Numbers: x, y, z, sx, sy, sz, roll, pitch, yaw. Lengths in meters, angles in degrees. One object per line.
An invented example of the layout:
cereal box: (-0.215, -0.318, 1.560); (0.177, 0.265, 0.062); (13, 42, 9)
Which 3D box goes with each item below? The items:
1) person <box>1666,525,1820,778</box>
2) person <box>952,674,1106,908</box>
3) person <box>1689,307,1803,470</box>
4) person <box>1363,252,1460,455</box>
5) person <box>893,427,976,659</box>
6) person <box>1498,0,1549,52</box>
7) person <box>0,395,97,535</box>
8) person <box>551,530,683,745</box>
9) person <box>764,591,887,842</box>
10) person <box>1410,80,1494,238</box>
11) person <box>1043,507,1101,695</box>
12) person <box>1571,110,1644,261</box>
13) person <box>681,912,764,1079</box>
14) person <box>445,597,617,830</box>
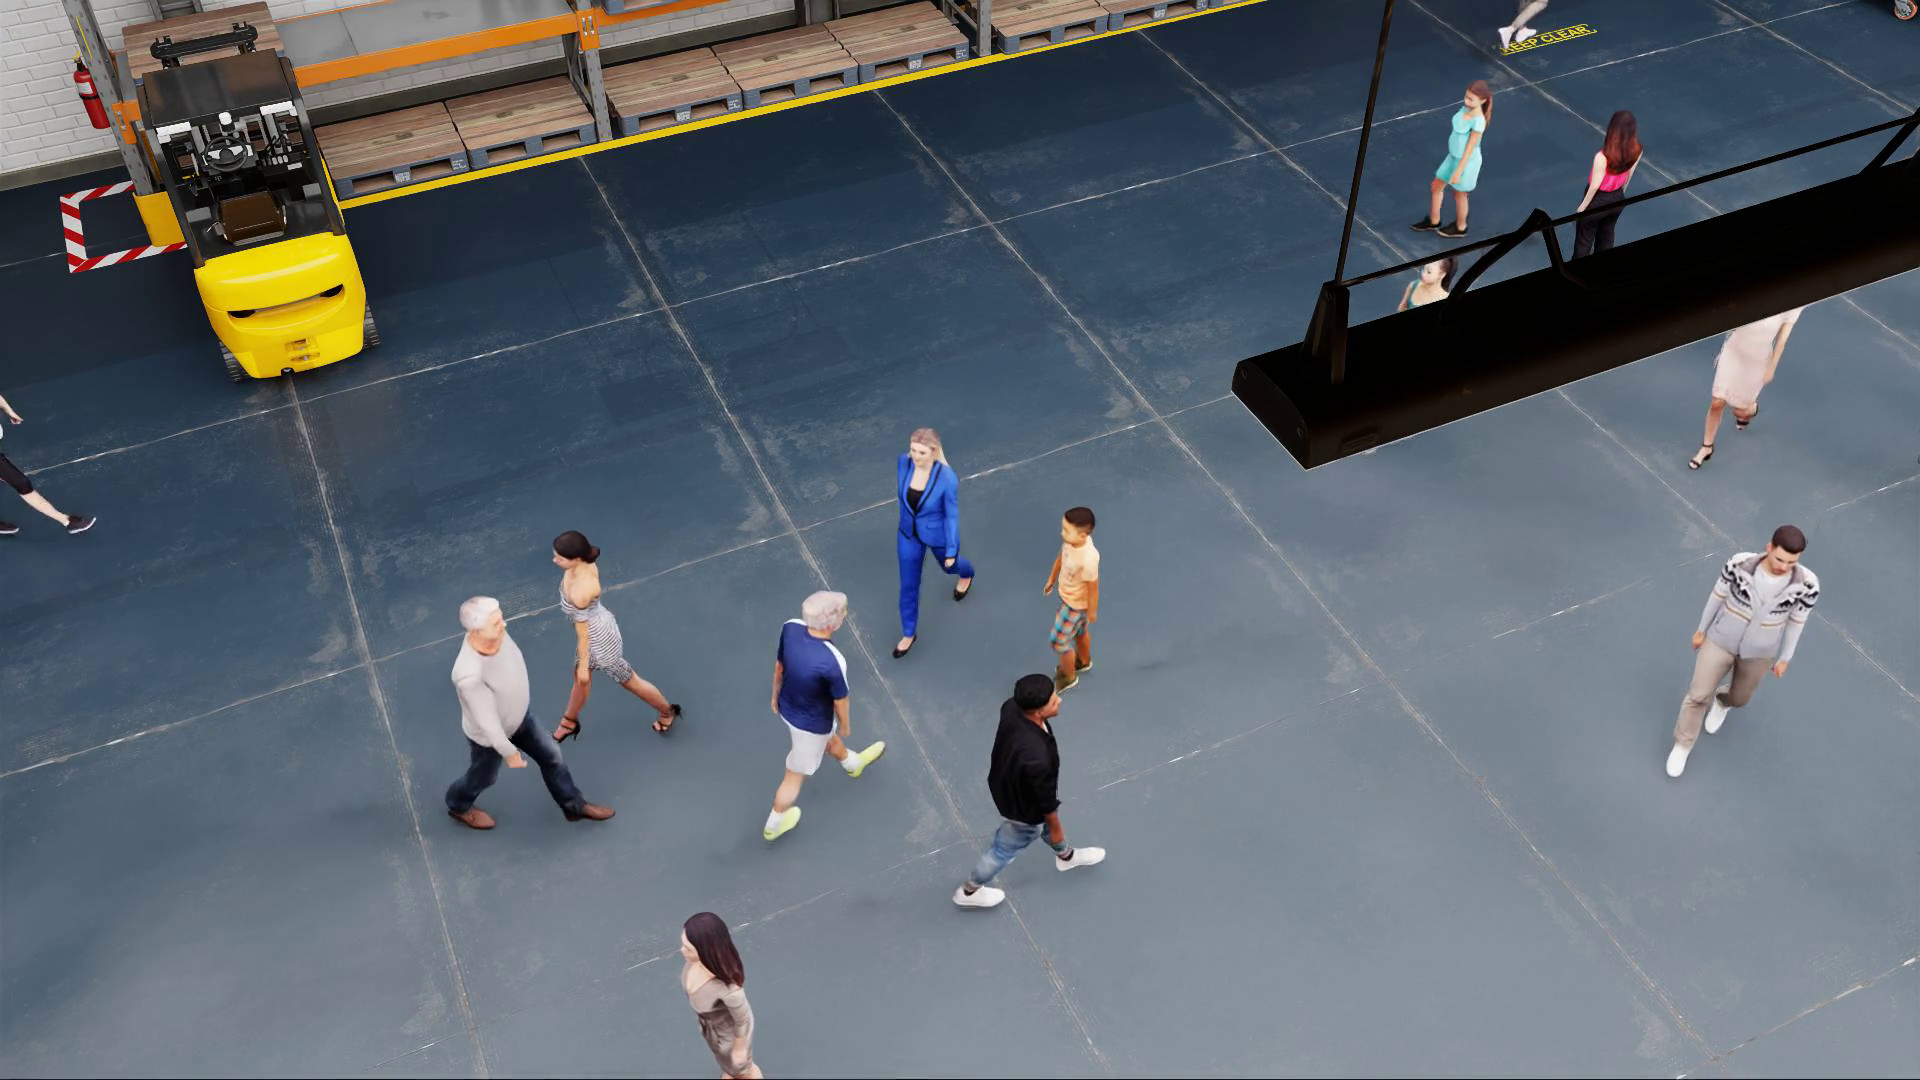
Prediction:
person: (4.678, 0.559, 9.894); (1.031, 1.864, 1.126); (19, 47, 18)
person: (0.269, 1.409, 9.072); (1.233, 1.767, 0.872); (-8, 44, -9)
person: (5.664, -1.301, 11.883); (0.944, 1.814, 0.718); (-30, 51, -28)
person: (3.382, -1.389, 12.095); (1.047, 1.650, 0.630); (-22, 48, -21)
person: (-0.143, -0.079, 10.706); (1.061, 1.669, 1.200); (19, 47, 19)
person: (5.707, -5.746, 16.543); (1.043, 1.823, 0.807); (-26, 49, -25)
person: (-6.732, -0.678, 11.280); (1.203, 1.743, 0.956); (1, 44, 1)
person: (-2.049, 0.614, 9.908); (1.124, 1.766, 0.734); (-10, 44, -10)
person: (-0.935, 1.037, 9.471); (1.220, 1.756, 0.815); (-33, 53, -30)
person: (4.335, -3.203, 14.080); (0.811, 1.536, 0.720); (1, 44, 1)
person: (0.790, 0.336, 10.429); (0.646, 1.451, 0.567); (-11, 45, -12)
person: (5.204, -2.725, 13.489); (0.443, 1.660, 0.638); (-17, 46, -17)
person: (-1.145, 2.341, 8.110); (0.545, 1.746, 0.612); (-24, 48, -23)
person: (-2.690, 1.046, 9.383); (1.341, 1.864, 1.177); (7, 44, 7)
